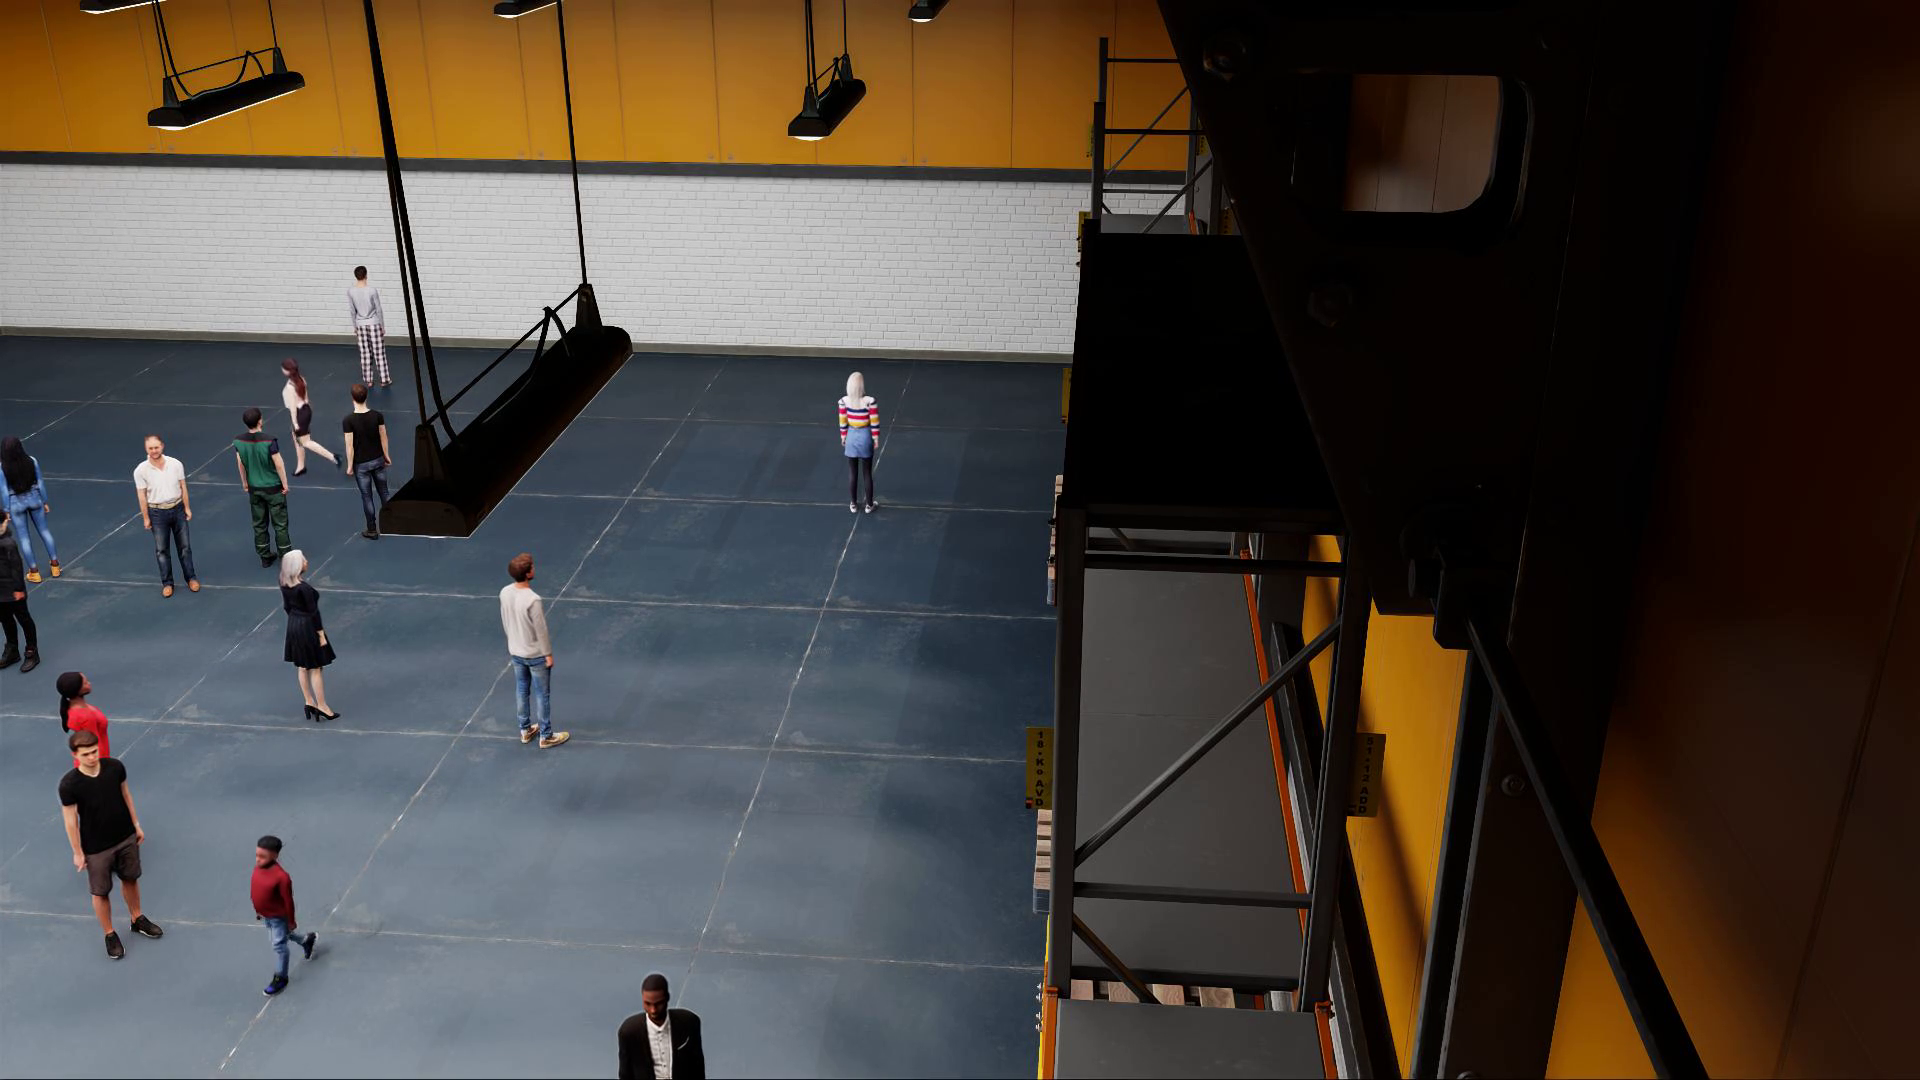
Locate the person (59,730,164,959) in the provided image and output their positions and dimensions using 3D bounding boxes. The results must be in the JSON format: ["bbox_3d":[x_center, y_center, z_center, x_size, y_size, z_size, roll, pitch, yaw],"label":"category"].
[{"bbox_3d":[-6.439,2.239,12.560,0.829,1.860,0.704,16,28,33],"label":"person"}]

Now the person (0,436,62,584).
[{"bbox_3d":[-10.492,-0.361,18.693,0.748,1.712,0.667,21,31,40],"label":"person"}]

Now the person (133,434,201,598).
[{"bbox_3d":[-8.777,-0.313,18.404,0.751,1.856,0.775,-13,27,-28],"label":"person"}]

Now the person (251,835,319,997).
[{"bbox_3d":[-5.010,2.700,12.278,0.724,1.243,0.864,15,28,30],"label":"person"}]

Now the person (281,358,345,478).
[{"bbox_3d":[-8.446,-1.548,21.515,0.614,1.628,0.899,2,24,4],"label":"person"}]

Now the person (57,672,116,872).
[{"bbox_3d":[-7.044,1.865,13.511,0.781,1.784,0.732,-21,31,-40],"label":"person"}]

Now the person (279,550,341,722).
[{"bbox_3d":[-6.191,0.896,15.776,0.696,1.746,0.714,15,28,30],"label":"person"}]

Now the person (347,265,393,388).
[{"bbox_3d":[-8.913,-3.222,25.069,0.644,1.847,0.563,-1,24,-1],"label":"person"}]

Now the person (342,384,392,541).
[{"bbox_3d":[-7.028,-0.936,19.780,0.757,1.896,0.813,-18,29,-35],"label":"person"}]

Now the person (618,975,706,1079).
[{"bbox_3d":[-1.779,3.375,10.036,0.726,1.800,0.664,-6,24,-13],"label":"person"}]

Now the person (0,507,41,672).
[{"bbox_3d":[-9.613,0.449,16.755,0.667,1.781,0.655,7,24,15],"label":"person"}]

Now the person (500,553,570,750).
[{"bbox_3d":[-3.964,1.016,15.306,0.753,1.903,0.729,13,27,28],"label":"person"}]

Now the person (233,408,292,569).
[{"bbox_3d":[-7.949,-0.608,19.023,0.679,1.900,0.543,2,24,5],"label":"person"}]

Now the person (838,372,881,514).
[{"bbox_3d":[-1.242,-1.212,20.522,0.669,1.808,0.536,4,24,9],"label":"person"}]
